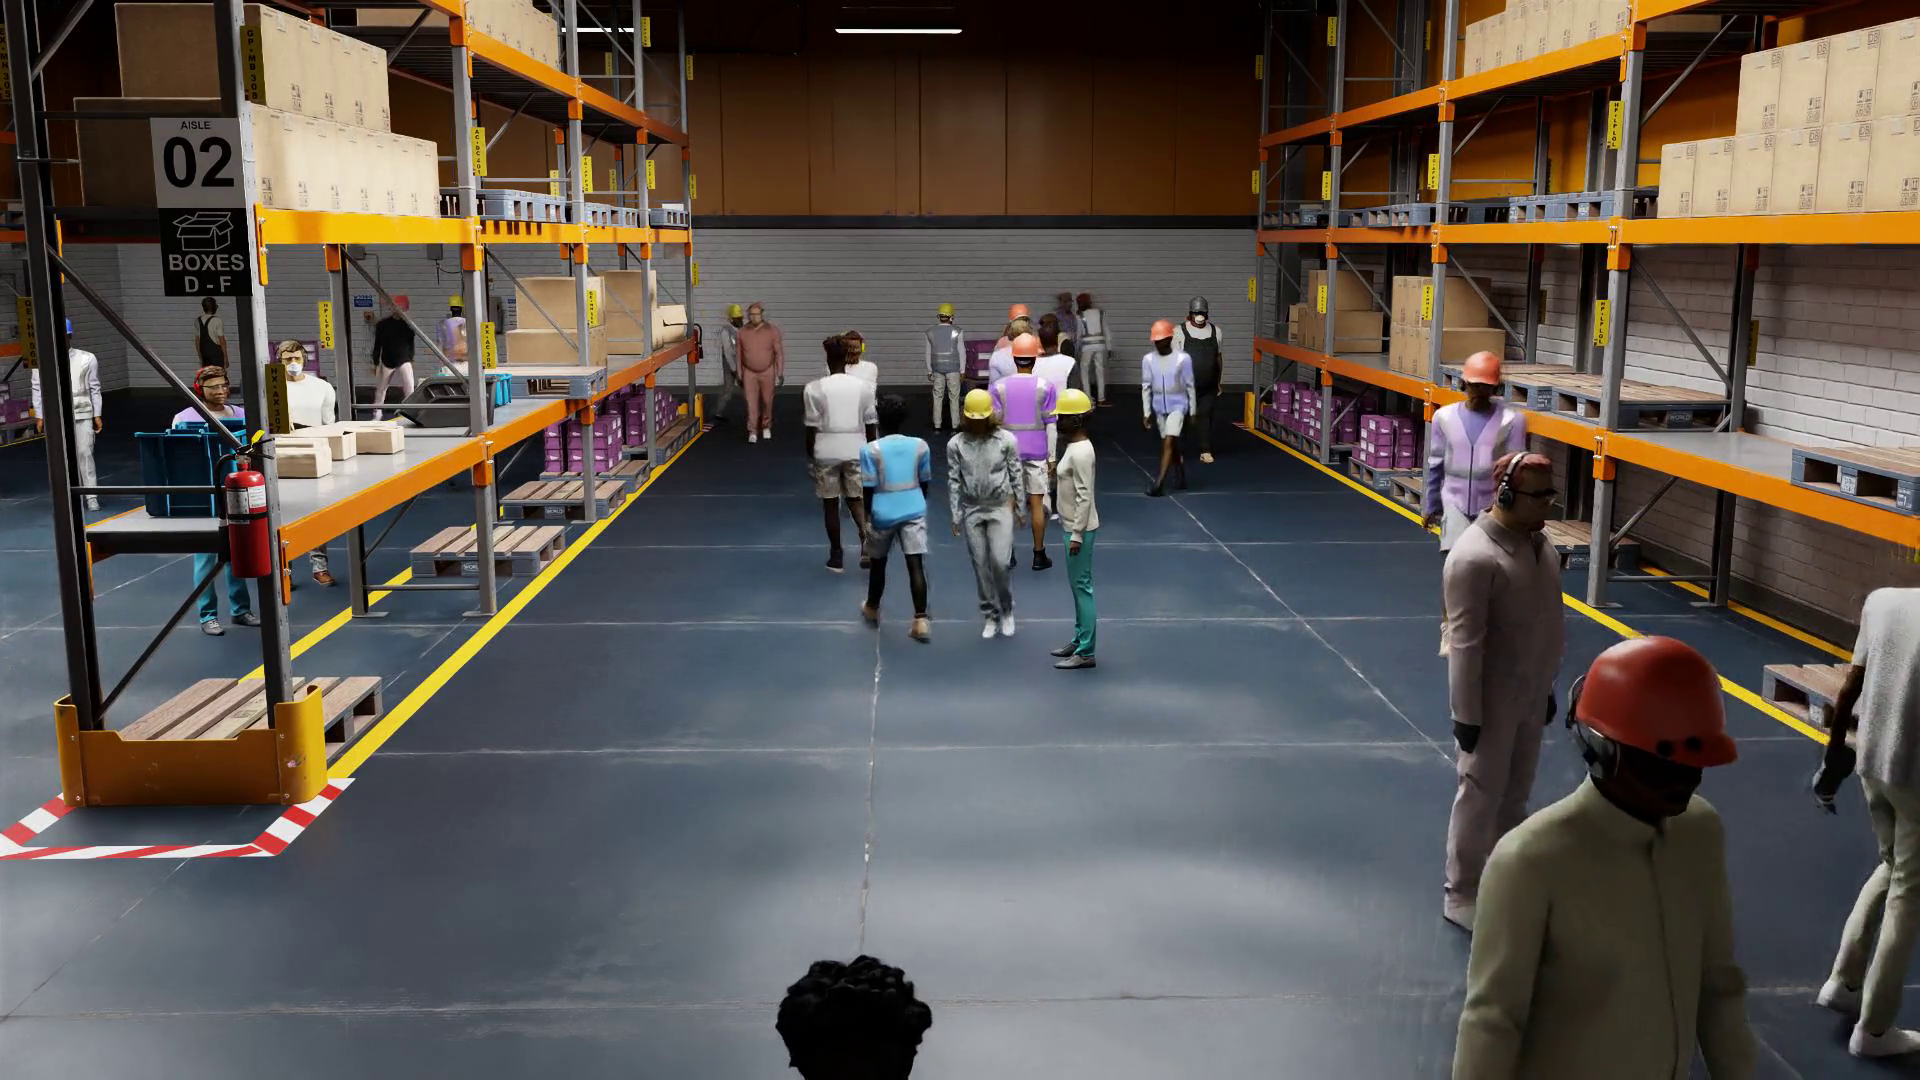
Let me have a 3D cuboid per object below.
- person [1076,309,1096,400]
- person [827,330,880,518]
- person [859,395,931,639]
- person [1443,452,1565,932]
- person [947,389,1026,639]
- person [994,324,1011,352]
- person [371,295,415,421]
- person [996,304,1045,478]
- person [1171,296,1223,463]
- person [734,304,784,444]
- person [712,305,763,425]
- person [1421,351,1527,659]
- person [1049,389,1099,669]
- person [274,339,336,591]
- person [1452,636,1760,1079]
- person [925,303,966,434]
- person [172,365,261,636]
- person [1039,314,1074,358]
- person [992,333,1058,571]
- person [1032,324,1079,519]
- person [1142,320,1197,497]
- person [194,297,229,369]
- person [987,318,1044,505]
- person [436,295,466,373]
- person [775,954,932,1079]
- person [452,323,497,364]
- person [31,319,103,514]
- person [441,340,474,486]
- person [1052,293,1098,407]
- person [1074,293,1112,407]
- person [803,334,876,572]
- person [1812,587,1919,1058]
[{"bbox_3d":[2.113,-3.206,28.345,0.289,1.632,0.497,-4,11,-22],"label":"person"},{"bbox_3d":[-1.056,-1.110,16.099,0.502,1.848,0.539,-3,11,-17],"label":"person"},{"bbox_3d":[-0.441,-0.171,11.396,0.536,1.645,0.925,-4,11,-20],"label":"person"},{"bbox_3d":[2.119,0.596,6.445,0.401,1.895,0.651,10,14,44],"label":"person"},{"bbox_3d":[0.171,-0.169,11.200,0.517,1.703,0.453,2,10,11],"label":"person"},{"bbox_3d":[0.680,-2.013,21.724,0.494,1.624,0.284,-1,10,-6],"label":"person"},{"bbox_3d":[-8.298,-2.616,24.303,0.661,1.923,1.108,-9,14,-41],"label":"person"},{"bbox_3d":[0.684,-1.720,19.137,0.639,1.953,0.914,-2,10,-10],"label":"person"},{"bbox_3d":[2.881,-1.940,20.157,0.687,2.000,0.535,-2,10,-10],"label":"person"},{"bbox_3d":[-2.701,-2.248,22.392,0.652,1.866,0.983,-1,10,-5],"label":"person"},{"bbox_3d":[-3.296,-2.559,24.369,0.898,1.778,0.619,6,12,28],"label":"person"},{"bbox_3d":[3.400,-0.261,10.950,0.655,2.002,0.919,5,11,27],"label":"person"},{"bbox_3d":[0.716,-0.070,10.505,0.315,1.767,0.535,0,10,1],"label":"person"},{"bbox_3d":[-5.118,-0.580,12.864,0.631,1.940,0.372,-7,12,-35],"label":"person"},{"bbox_3d":[1.275,1.142,3.204,0.611,1.967,0.612,-8,13,-36],"label":"person"},{"bbox_3d":[-0.186,-2.390,23.242,0.587,1.834,0.403,3,11,16],"label":"person"},{"bbox_3d":[-5.107,-0.280,11.455,0.381,1.841,0.570,6,12,32],"label":"person"},{"bbox_3d":[1.203,-1.936,20.878,0.977,1.782,0.735,-8,13,-36],"label":"person"},{"bbox_3d":[0.531,-0.714,13.601,0.547,1.942,0.351,2,10,13],"label":"person"},{"bbox_3d":[0.862,-1.120,15.985,0.629,1.896,0.572,6,12,29],"label":"person"},{"bbox_3d":[2.233,-1.412,17.730,0.552,1.869,0.987,6,12,29],"label":"person"},{"bbox_3d":[-11.398,-2.780,25.378,0.506,1.847,0.345,3,11,15],"label":"person"},{"bbox_3d":[0.584,-1.263,16.701,0.638,1.922,0.442,-1,10,-7],"label":"person"},{"bbox_3d":[-7.154,-2.531,23.766,0.587,1.927,0.368,-3,10,-14],"label":"person"},{"bbox_3d":[-0.148,1.412,2.433,0.536,1.700,0.318,2,10,13],"label":"person"},{"bbox_3d":[-6.765,-2.386,23.252,0.627,1.910,0.540,-8,13,-37],"label":"person"},{"bbox_3d":[-8.847,-1.238,16.503,0.615,1.947,0.388,-5,11,-27],"label":"person"},{"bbox_3d":[-5.398,-1.356,18.070,0.524,1.614,0.621,1,10,4],"label":"person"},{"bbox_3d":[1.734,-2.978,26.436,0.927,1.863,0.661,9,14,41],"label":"person"},{"bbox_3d":[2.183,-3.075,27.040,0.720,1.856,0.350,-4,11,-20],"label":"person"},{"bbox_3d":[-0.947,-0.676,13.396,0.601,1.945,0.561,-4,11,-20],"label":"person"},{"bbox_3d":[3.109,0.797,5.474,0.444,1.843,0.558,-4,11,-20],"label":"person"}]
